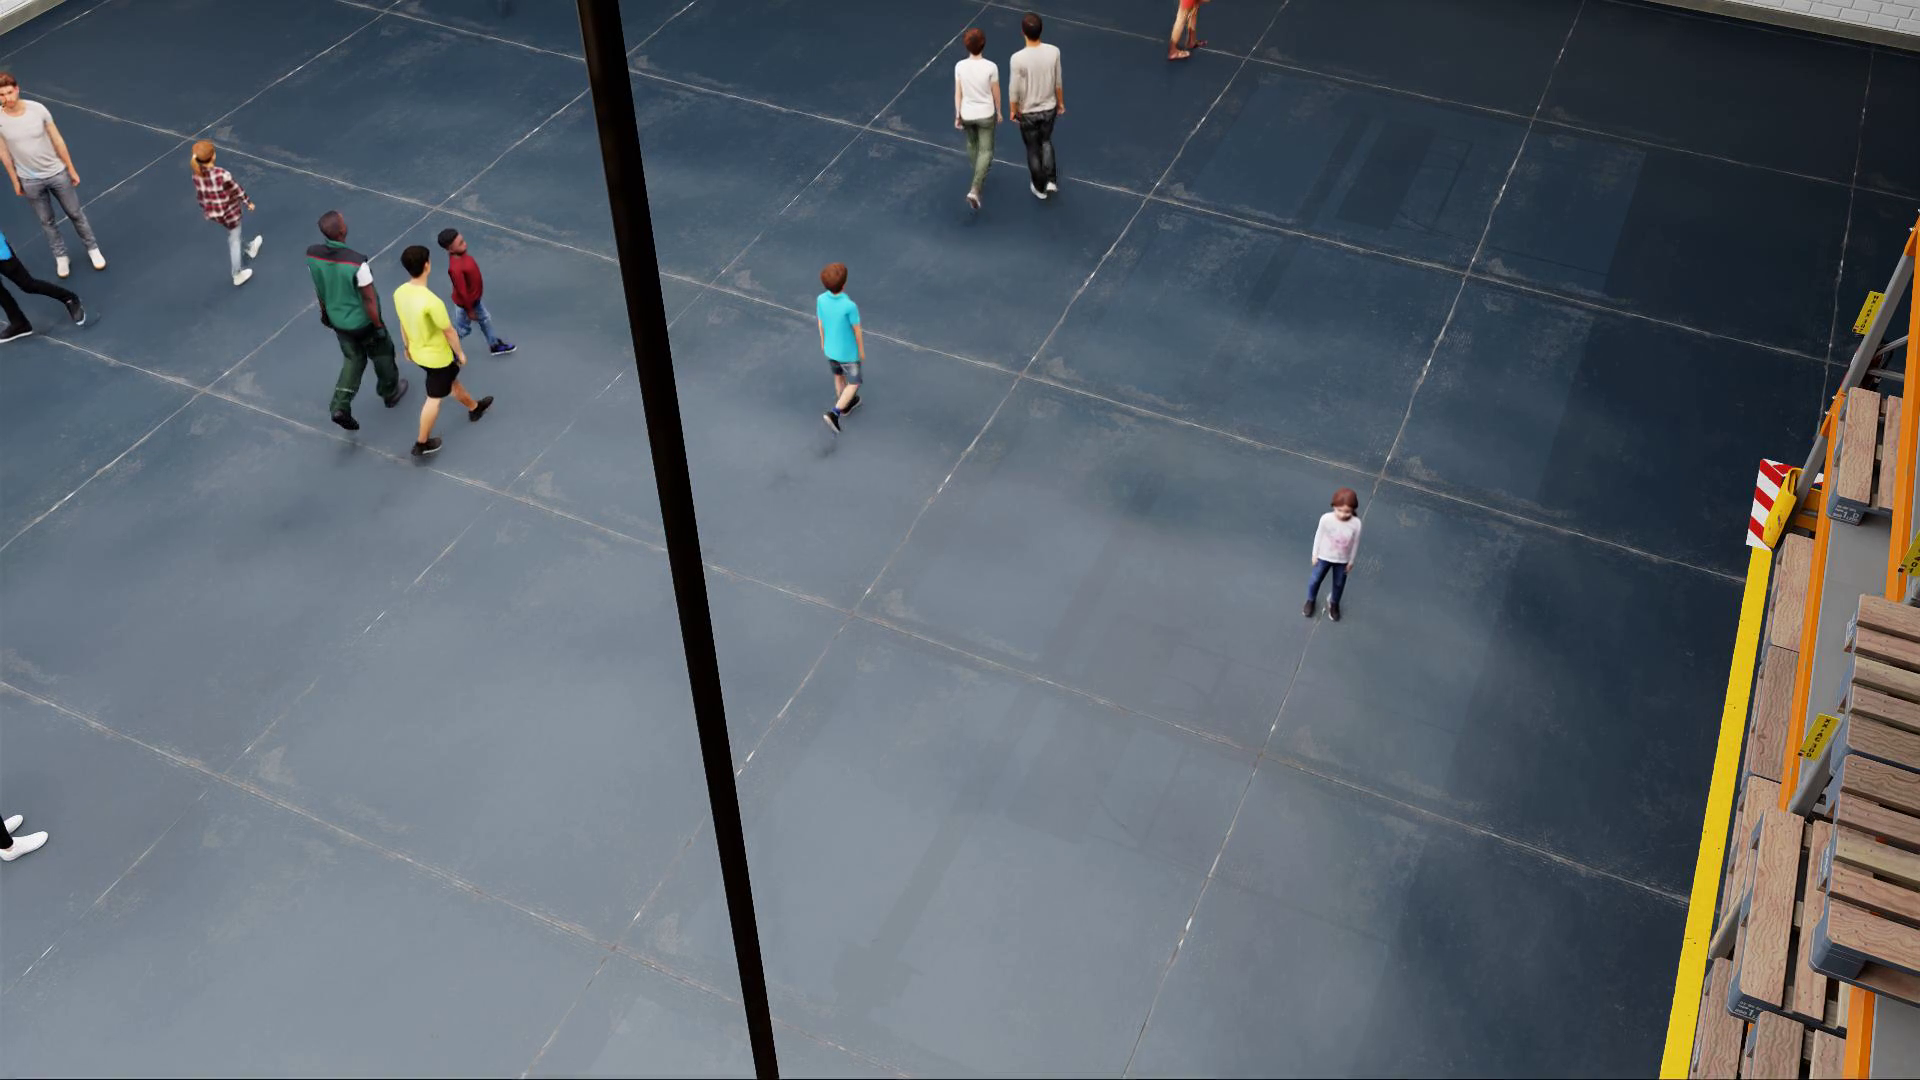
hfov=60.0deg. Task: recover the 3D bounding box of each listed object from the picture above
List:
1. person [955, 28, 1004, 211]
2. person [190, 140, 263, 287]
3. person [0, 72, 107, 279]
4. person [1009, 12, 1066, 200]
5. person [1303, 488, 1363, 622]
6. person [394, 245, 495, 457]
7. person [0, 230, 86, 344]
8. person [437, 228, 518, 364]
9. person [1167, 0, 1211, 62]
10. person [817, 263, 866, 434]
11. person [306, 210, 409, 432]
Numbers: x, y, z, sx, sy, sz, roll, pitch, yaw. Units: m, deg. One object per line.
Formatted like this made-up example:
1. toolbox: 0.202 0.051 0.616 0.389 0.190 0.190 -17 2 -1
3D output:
1. person: 0.151 -3.782 15.038 0.701 1.635 1.097 12 45 12
2. person: -6.327 -2.778 14.244 0.645 1.277 0.892 10 45 10
3. person: -7.823 -3.136 14.174 0.713 1.892 0.796 -18 46 -18
4. person: 0.719 -3.830 14.973 0.840 1.795 0.899 -10 44 -10
5. person: 2.558 0.084 11.360 0.488 1.112 0.523 8 44 9
6. person: -4.013 -1.352 12.474 0.780 1.653 1.141 26 50 25
7. person: -7.821 -2.405 13.496 0.739 1.769 0.925 17 46 17
8. person: -4.036 -1.955 13.403 0.834 1.245 0.860 -5 44 -5
9. person: 2.270 -5.705 17.008 0.891 1.702 0.829 -16 46 -16
10. person: -0.937 -1.453 12.735 0.595 1.440 0.822 24 49 23
11. person: -4.637 -1.625 12.644 0.809 1.814 1.118 12 45 12
